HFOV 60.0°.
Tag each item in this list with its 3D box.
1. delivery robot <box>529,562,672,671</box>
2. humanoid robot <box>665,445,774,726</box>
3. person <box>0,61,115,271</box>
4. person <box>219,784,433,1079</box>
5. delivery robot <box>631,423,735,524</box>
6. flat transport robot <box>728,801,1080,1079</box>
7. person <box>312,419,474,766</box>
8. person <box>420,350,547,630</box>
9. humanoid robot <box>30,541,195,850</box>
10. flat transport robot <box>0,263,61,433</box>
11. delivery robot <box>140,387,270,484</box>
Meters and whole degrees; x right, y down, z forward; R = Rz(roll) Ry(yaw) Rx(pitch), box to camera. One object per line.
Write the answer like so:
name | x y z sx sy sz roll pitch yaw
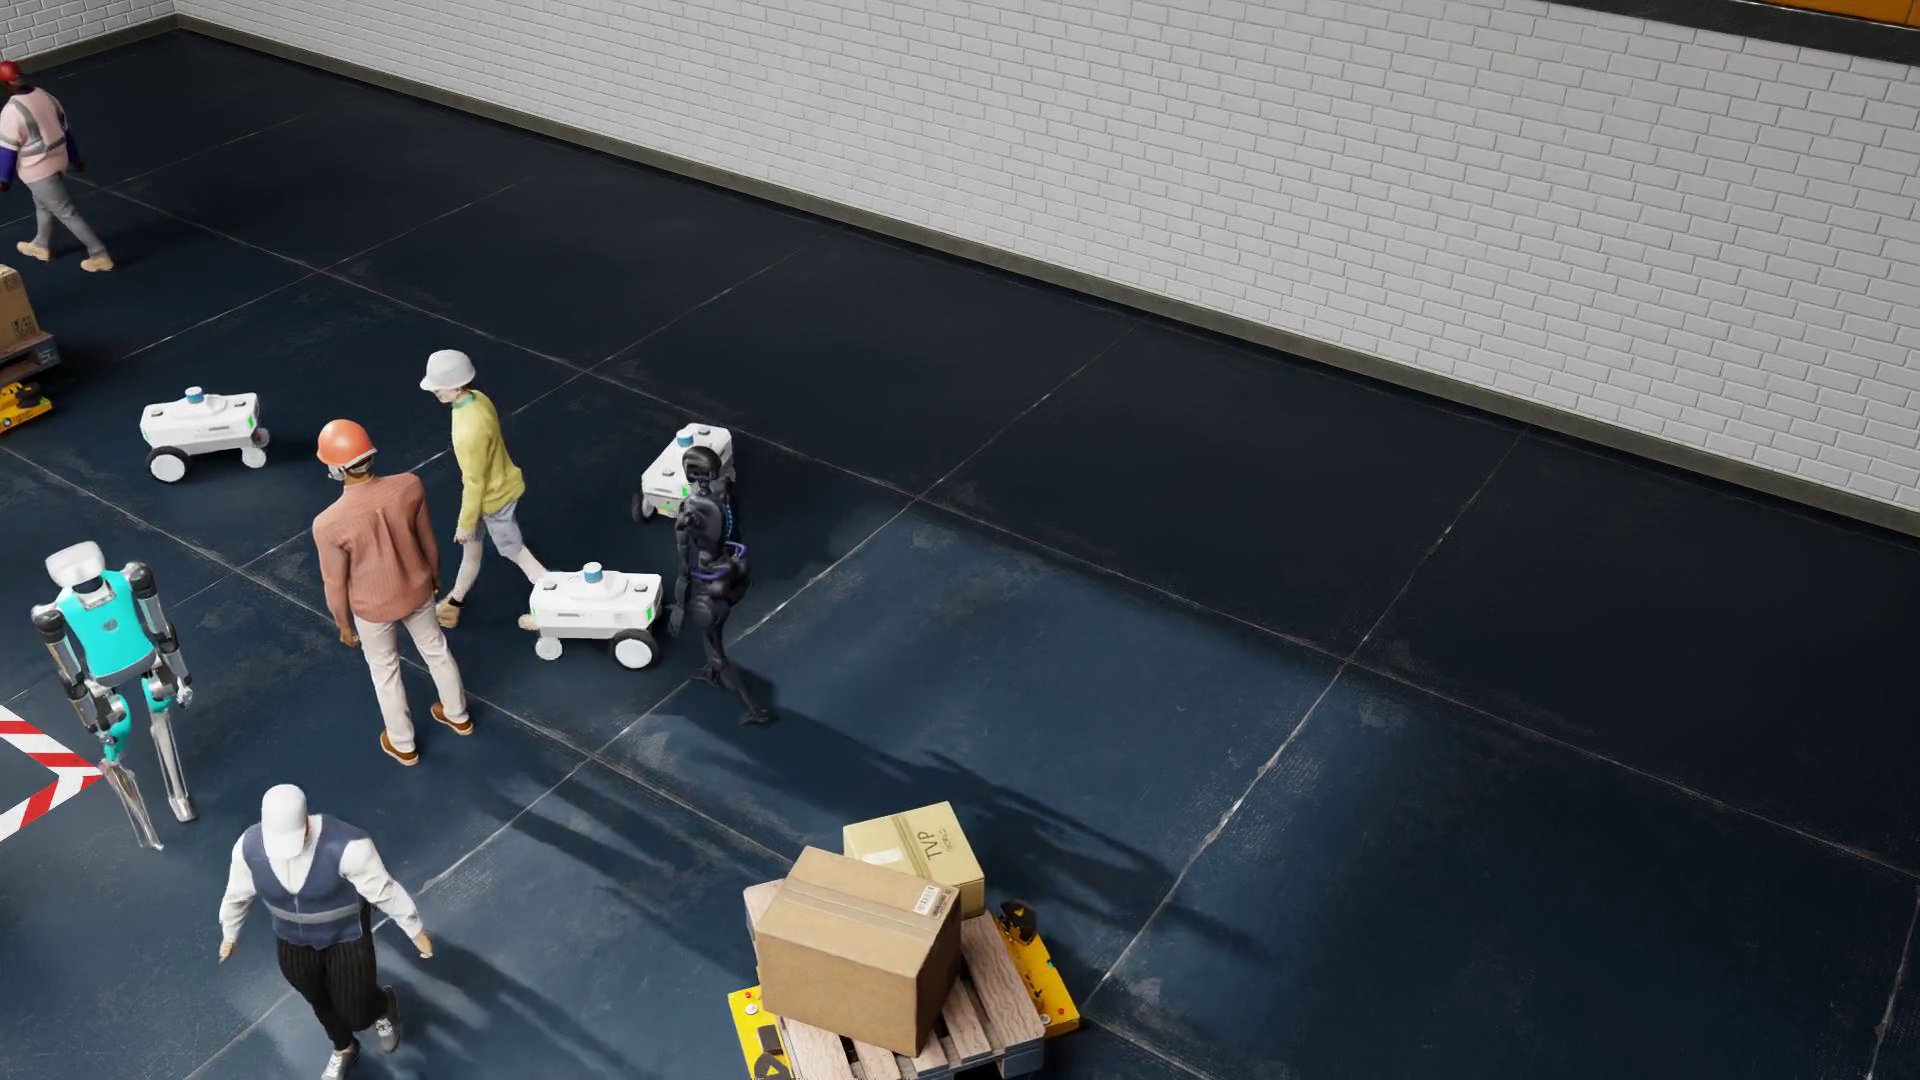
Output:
delivery robot | -2.043 0.393 9.446 0.789 0.587 0.499 1 35 2
humanoid robot | -1.287 0.233 8.745 0.678 1.648 0.601 15 38 21
person | -7.337 -2.967 13.258 0.905 1.708 0.590 3 35 5
person | -2.558 1.603 6.693 0.857 1.732 0.514 1 35 2
delivery robot | -1.732 -0.431 10.624 0.499 0.587 0.769 11 36 15
flat transport robot | -0.253 2.047 7.338 1.431 0.231 0.659 -11 37 -16
person | -2.891 0.268 8.390 0.401 1.986 0.620 30 45 35
person | -2.725 -0.229 9.216 0.939 1.839 0.498 -10 36 -14
humanoid robot | -4.043 0.690 7.993 0.678 1.783 0.552 30 45 35
flat transport robot | -7.162 -1.061 11.779 1.431 0.231 0.659 21 40 27
delivery robot | -5.043 -0.727 11.065 0.806 0.608 0.499 -8 36 -12
